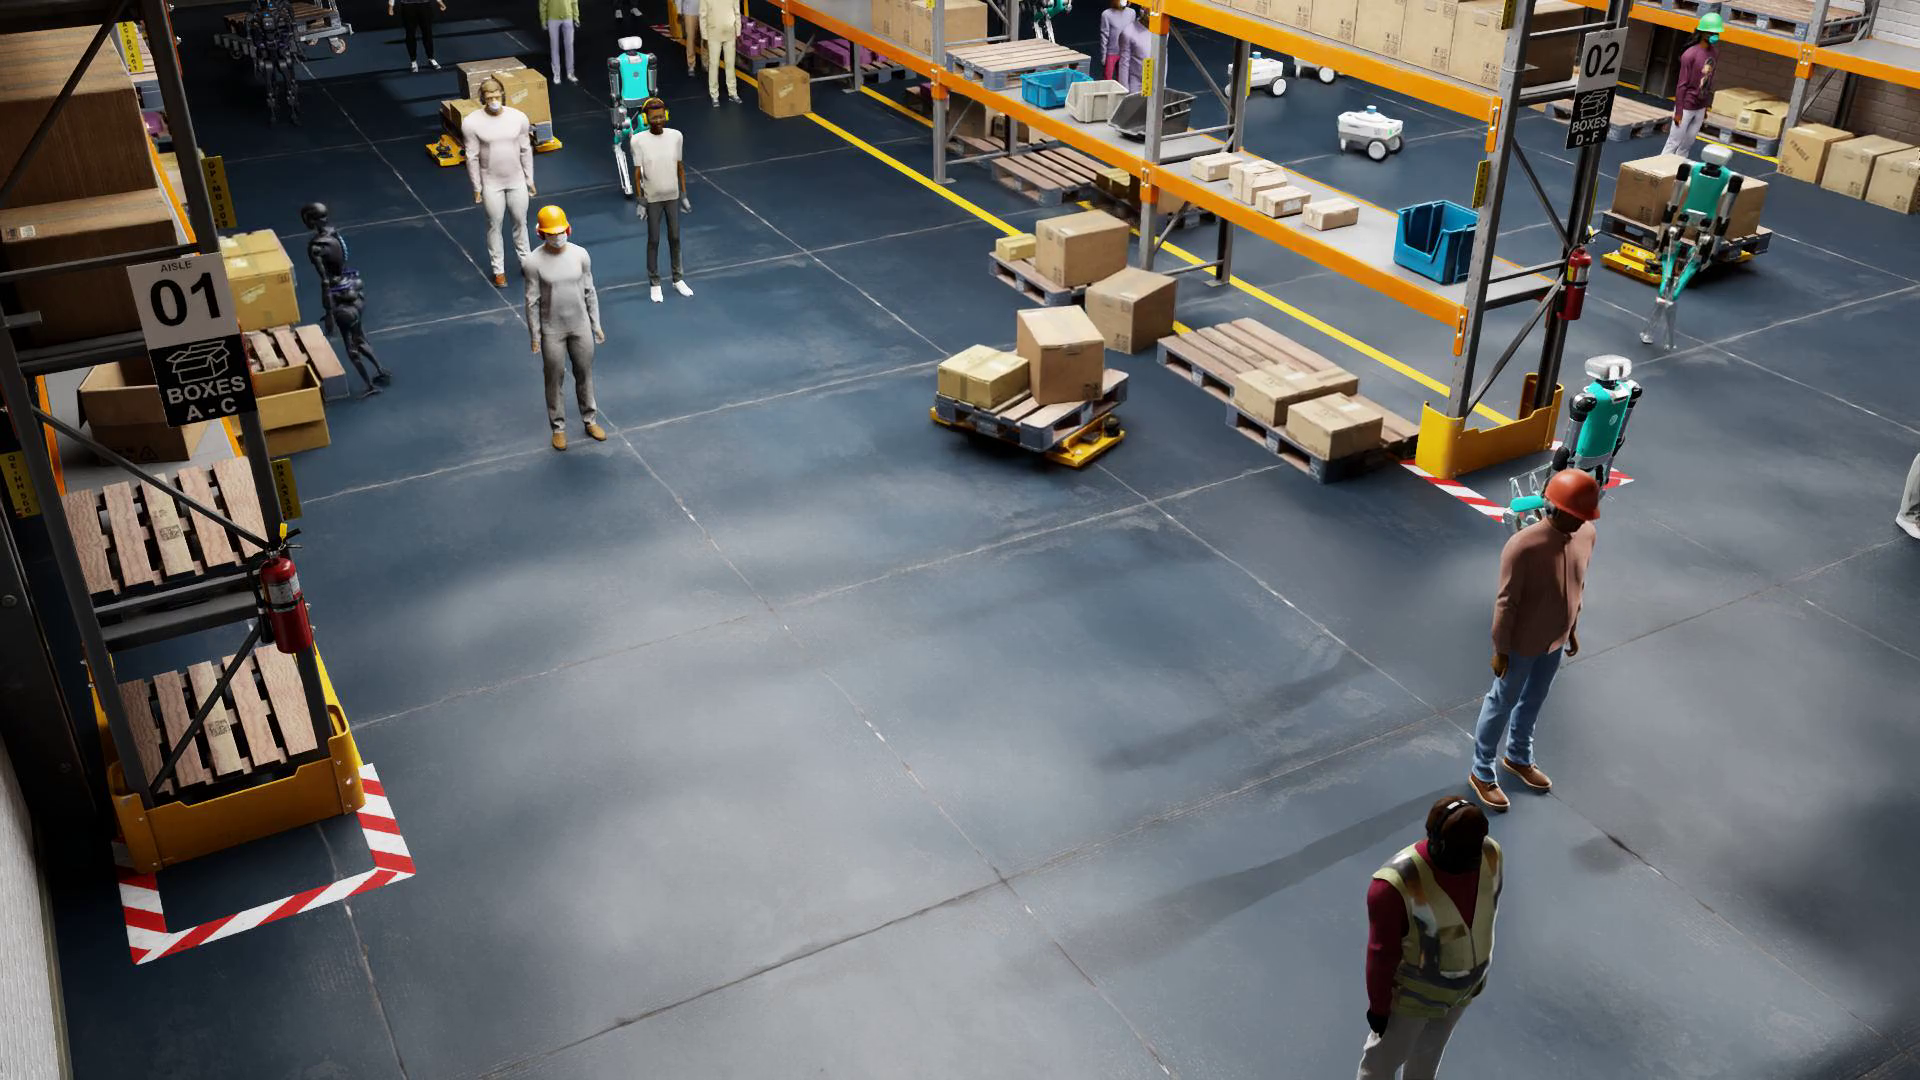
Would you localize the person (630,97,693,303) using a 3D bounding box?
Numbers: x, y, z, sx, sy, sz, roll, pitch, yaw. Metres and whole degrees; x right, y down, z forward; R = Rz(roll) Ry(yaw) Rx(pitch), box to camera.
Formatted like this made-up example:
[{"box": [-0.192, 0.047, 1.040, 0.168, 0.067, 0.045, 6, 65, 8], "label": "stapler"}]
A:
[{"box": [-2.725, -3.117, 15.229, 0.506, 1.872, 0.329, -16, 33, -25], "label": "person"}]

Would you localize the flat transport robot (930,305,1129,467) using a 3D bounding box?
[{"box": [0.525, -0.950, 13.063, 1.431, 0.231, 0.659, 21, 36, 32], "label": "flat transport robot"}]

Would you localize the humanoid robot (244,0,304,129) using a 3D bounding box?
[{"box": [-8.304, -5.844, 20.156, 0.599, 1.657, 0.315, -16, 33, -25], "label": "humanoid robot"}]

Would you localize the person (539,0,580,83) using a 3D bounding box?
[{"box": [-5.301, -6.889, 22.049, 0.517, 1.620, 0.332, -11, 32, -19], "label": "person"}]

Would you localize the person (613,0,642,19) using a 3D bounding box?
[{"box": [-5.154, -8.939, 25.387, 0.507, 1.847, 0.340, -16, 33, -25], "label": "person"}]

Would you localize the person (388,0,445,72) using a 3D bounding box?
[{"box": [-7.410, -7.290, 22.605, 0.745, 1.757, 0.437, -16, 33, -25], "label": "person"}]

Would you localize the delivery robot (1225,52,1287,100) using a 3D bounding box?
[{"box": [3.834, -6.046, 21.620, 0.739, 0.566, 0.499, -16, 33, -25], "label": "delivery robot"}]

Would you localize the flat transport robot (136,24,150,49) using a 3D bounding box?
[{"box": [-12.112, -7.218, 23.975, 1.431, 0.231, 0.659, -16, 33, -25], "label": "flat transport robot"}]

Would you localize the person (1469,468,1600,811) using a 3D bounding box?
[{"box": [3.052, 0.511, 8.795, 0.607, 1.990, 0.381, -16, 33, -25], "label": "person"}]

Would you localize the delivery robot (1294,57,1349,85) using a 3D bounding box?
[{"box": [4.868, -6.457, 22.365, 0.768, 0.597, 0.518, 21, 36, 32], "label": "delivery robot"}]

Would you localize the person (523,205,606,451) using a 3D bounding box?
[{"box": [-2.995, -1.612, 12.590, 0.558, 1.893, 0.354, -16, 33, -25], "label": "person"}]

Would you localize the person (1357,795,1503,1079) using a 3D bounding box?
[{"box": [1.893, 1.792, 6.713, 0.624, 1.844, 0.429, -16, 33, -25], "label": "person"}]

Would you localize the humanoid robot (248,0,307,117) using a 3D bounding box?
[{"box": [-8.455, -6.118, 20.633, 0.599, 1.657, 0.315, -16, 33, -25], "label": "humanoid robot"}]

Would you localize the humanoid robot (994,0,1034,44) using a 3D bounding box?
[{"box": [0.717, -7.324, 22.731, 0.599, 1.657, 0.315, -16, 33, -25], "label": "humanoid robot"}]

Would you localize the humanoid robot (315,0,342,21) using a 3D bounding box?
[{"box": [-9.553, -8.622, 24.811, 0.533, 1.677, 0.735, -16, 33, -25], "label": "humanoid robot"}]

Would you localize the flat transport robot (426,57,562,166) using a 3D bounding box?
[{"box": [-5.473, -4.659, 19.520, 1.431, 0.231, 0.659, -16, 33, -25], "label": "flat transport robot"}]

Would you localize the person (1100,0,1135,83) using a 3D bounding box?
[{"box": [1.927, -5.956, 20.406, 0.496, 1.633, 0.287, -16, 33, -25], "label": "person"}]

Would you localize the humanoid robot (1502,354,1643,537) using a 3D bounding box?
[{"box": [3.814, -0.468, 10.616, 0.533, 1.677, 0.735, -16, 33, -25], "label": "humanoid robot"}]

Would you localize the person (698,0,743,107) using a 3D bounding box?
[{"box": [-3.021, -6.407, 21.071, 0.558, 1.751, 0.324, -16, 33, -25], "label": "person"}]

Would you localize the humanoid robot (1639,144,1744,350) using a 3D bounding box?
[{"box": [6.189, -2.430, 14.183, 0.585, 1.789, 0.707, 15, 33, 25], "label": "humanoid robot"}]

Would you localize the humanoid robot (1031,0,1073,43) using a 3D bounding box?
[{"box": [1.234, -7.470, 22.806, 0.533, 1.677, 0.735, -16, 33, -25], "label": "humanoid robot"}]

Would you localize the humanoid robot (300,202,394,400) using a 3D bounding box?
[{"box": [-4.928, -1.937, 13.371, 0.412, 1.645, 0.584, -1, 30, -1], "label": "humanoid robot"}]

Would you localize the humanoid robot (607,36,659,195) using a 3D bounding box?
[{"box": [-3.527, -4.563, 17.744, 0.533, 1.677, 0.735, -16, 33, -25], "label": "humanoid robot"}]

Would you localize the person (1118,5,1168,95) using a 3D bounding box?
[{"box": [2.067, -5.106, 18.660, 0.640, 1.905, 0.413, -16, 33, -25], "label": "person"}]

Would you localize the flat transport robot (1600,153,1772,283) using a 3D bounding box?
[{"box": [7.058, -2.820, 16.318, 1.431, 0.231, 0.659, -16, 33, -25], "label": "flat transport robot"}]

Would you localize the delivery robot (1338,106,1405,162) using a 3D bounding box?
[{"box": [4.789, -4.747, 19.388, 0.768, 0.597, 0.518, 21, 36, 32], "label": "delivery robot"}]

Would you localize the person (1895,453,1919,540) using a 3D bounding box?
[{"box": [6.858, -0.927, 11.361, 0.584, 1.927, 0.361, -16, 33, -25], "label": "person"}]

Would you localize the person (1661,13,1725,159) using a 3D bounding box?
[{"box": [7.827, -4.663, 17.841, 0.490, 1.952, 0.422, -16, 33, -25], "label": "person"}]

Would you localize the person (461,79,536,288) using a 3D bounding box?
[{"box": [-4.266, -3.334, 15.540, 0.629, 1.940, 0.373, -16, 33, -25], "label": "person"}]

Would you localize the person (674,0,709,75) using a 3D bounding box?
[{"box": [-3.543, -7.146, 22.389, 0.587, 1.730, 0.384, -8, 31, -14], "label": "person"}]
